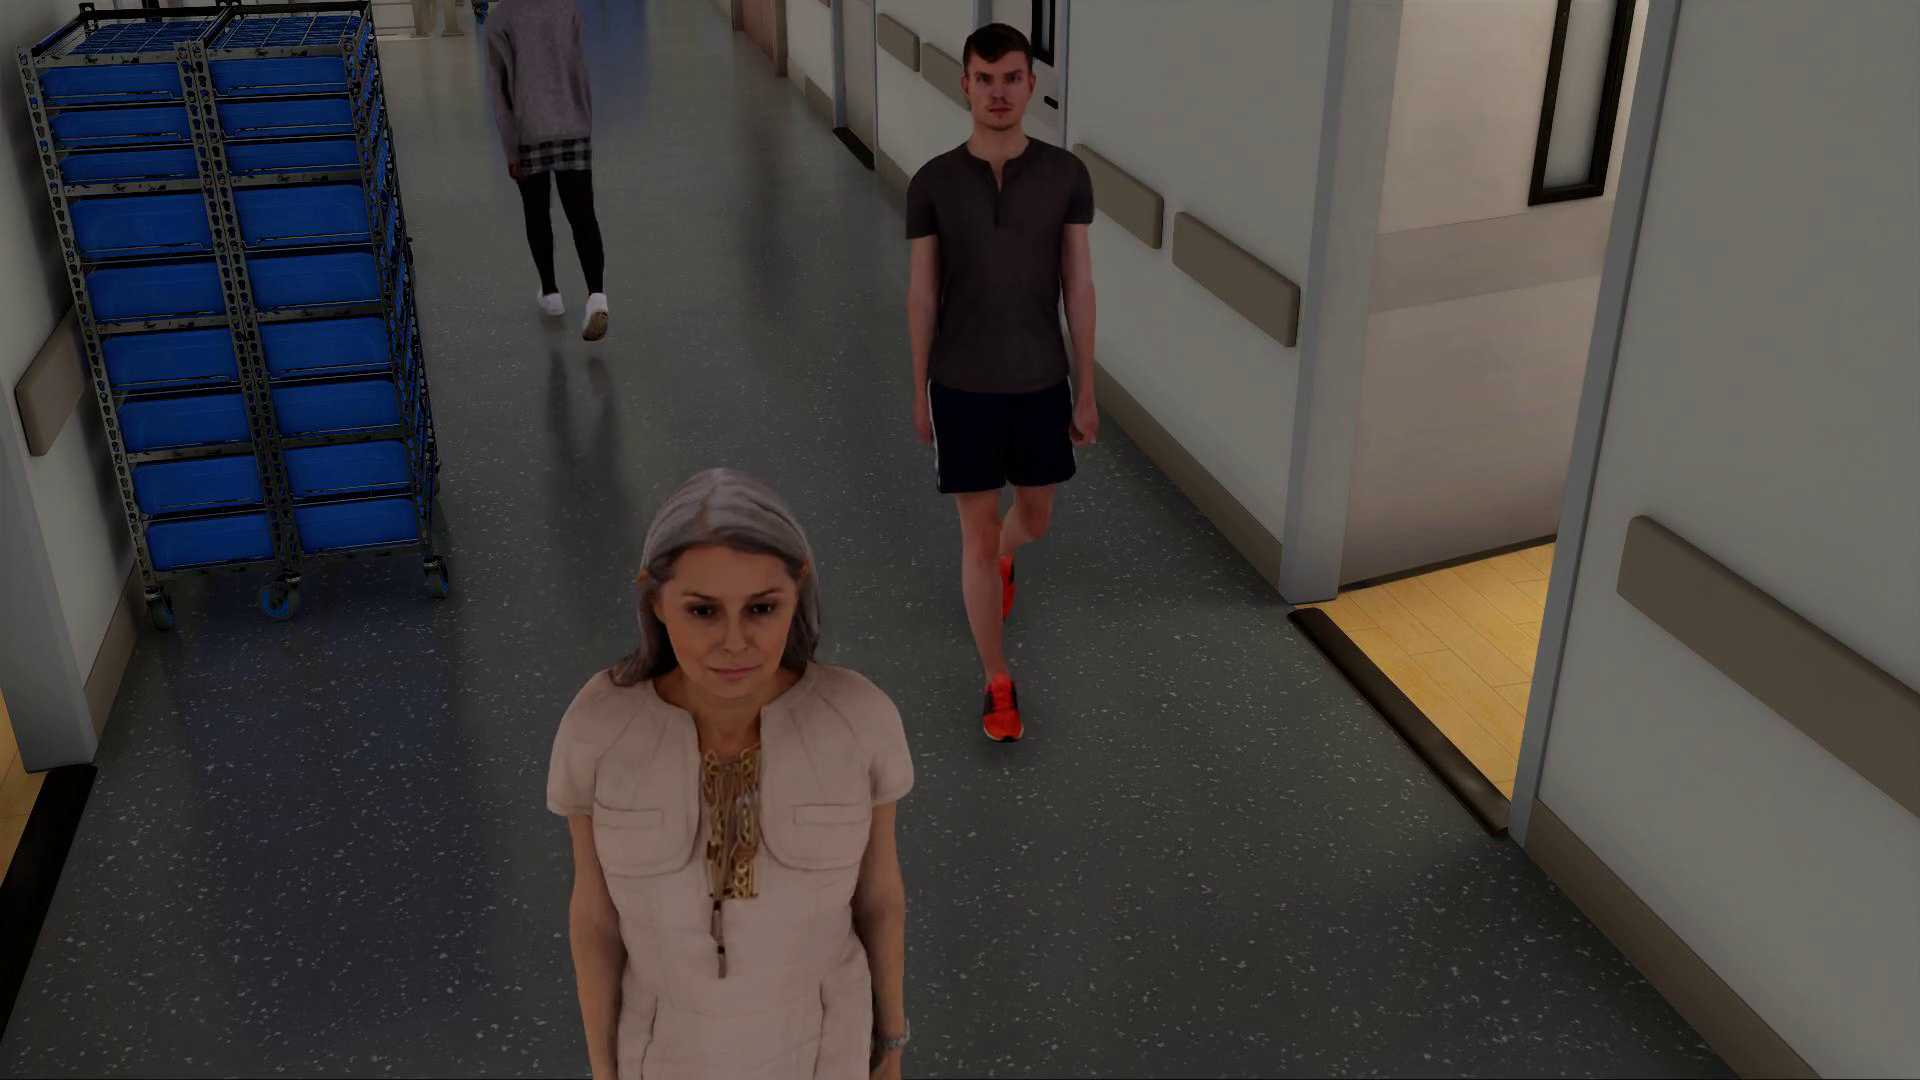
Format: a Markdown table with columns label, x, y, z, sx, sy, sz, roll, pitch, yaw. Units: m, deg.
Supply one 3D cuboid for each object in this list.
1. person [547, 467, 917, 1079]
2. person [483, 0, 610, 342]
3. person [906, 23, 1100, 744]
| label | x | y | z | sx | sy | sz | roll | pitch | yaw |
| --- | --- | --- | --- | --- | --- | --- | --- | --- | --- |
| person | -0.301 | 0.681 | 2.277 | 0.665 | 1.721 | 0.870 | -3 | 26 | -7 |
| person | -1.755 | -1.726 | 7.242 | 0.752 | 1.744 | 1.194 | -11 | 28 | -22 |
| person | 0.116 | -0.436 | 4.467 | 0.767 | 1.830 | 1.151 | -3 | 26 | -5 |
